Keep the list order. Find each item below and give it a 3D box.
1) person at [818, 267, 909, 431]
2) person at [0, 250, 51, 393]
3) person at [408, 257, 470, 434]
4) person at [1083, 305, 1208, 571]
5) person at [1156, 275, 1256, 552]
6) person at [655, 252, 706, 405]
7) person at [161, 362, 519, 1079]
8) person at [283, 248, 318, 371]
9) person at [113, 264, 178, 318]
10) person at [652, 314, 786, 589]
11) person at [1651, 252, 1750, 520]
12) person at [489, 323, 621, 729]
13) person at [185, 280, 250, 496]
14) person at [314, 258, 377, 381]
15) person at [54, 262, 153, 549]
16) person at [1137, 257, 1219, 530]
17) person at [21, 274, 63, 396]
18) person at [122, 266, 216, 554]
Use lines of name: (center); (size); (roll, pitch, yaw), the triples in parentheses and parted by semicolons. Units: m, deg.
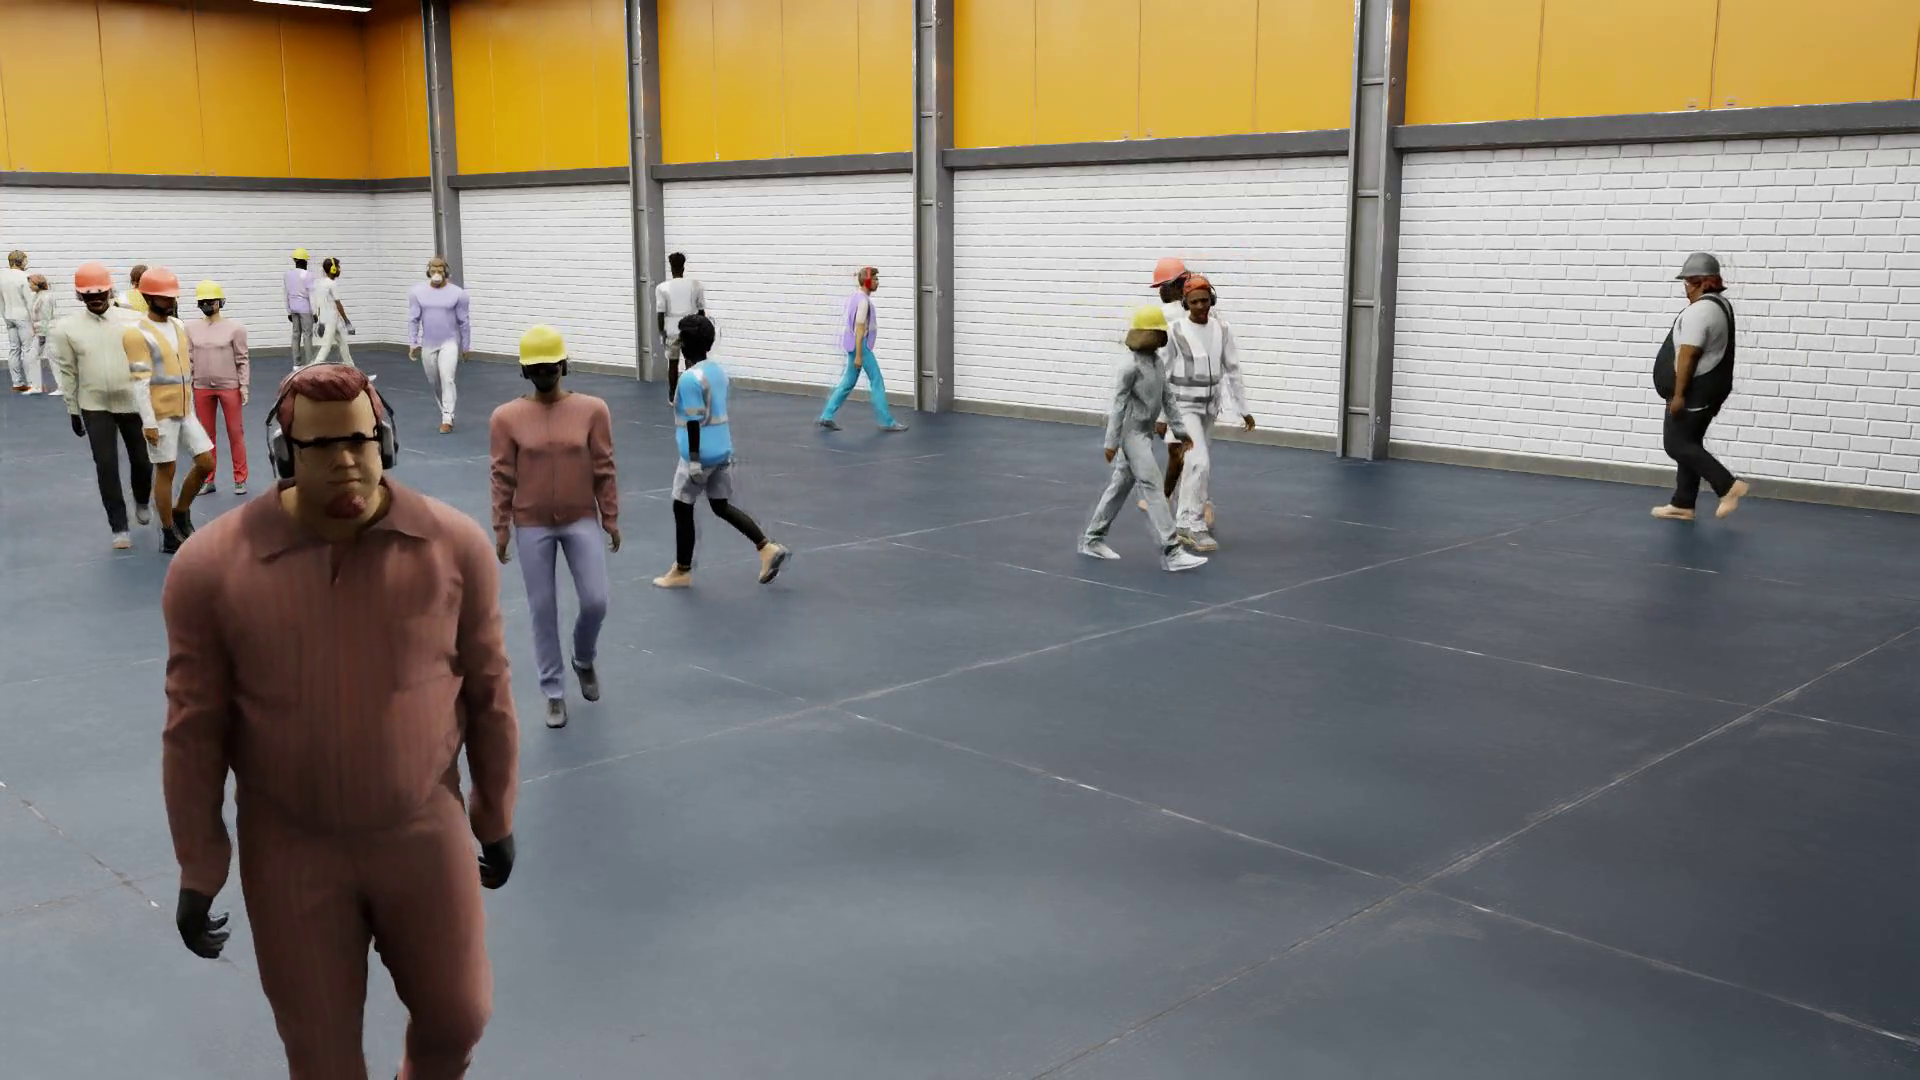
person: (-1.096, -2.064, 18.081); (0.982, 1.799, 0.591); (-2, 11, -10)
person: (-12.695, -2.944, 22.493); (0.627, 1.934, 0.370); (4, 11, 21)
person: (-5.658, -2.137, 18.183); (0.634, 1.910, 0.903); (0, 10, -2)
person: (1.168, -0.661, 10.711); (0.931, 1.689, 0.493); (5, 12, 27)
person: (1.672, -0.857, 11.285); (0.622, 1.858, 0.710); (-7, 13, -35)
person: (-3.466, -2.604, 20.679); (0.610, 1.927, 0.870); (-2, 11, -10)
person: (-1.223, 0.585, 3.355); (0.673, 1.893, 0.554); (-4, 11, -22)
person: (-10.358, -3.623, 26.211); (0.594, 1.924, 0.382); (4, 11, 22)
person: (-8.626, -2.015, 17.712); (0.644, 1.825, 0.515); (-5, 11, -23)
person: (-1.464, -0.515, 9.972); (0.756, 1.675, 0.537); (3, 11, 15)
person: (5.496, -1.129, 12.298); (0.702, 2.000, 0.687); (8, 13, 38)
person: (-1.767, -0.066, 7.264); (0.553, 1.752, 0.391); (-3, 11, -16)
person: (-6.109, -1.243, 13.672); (0.523, 1.769, 0.315); (-1, 10, -6)
person: (-8.683, -3.009, 23.171); (0.989, 1.817, 0.515); (-7, 12, -32)
person: (-5.868, -0.945, 11.543); (0.655, 1.959, 0.783); (-5, 12, -26)
person: (1.606, -1.070, 12.194); (0.616, 1.980, 1.025); (-7, 12, -32)
person: (-12.209, -2.701, 22.018); (0.667, 1.611, 0.531); (-9, 14, -39)
person: (-5.254, -0.845, 11.063); (0.398, 1.924, 0.583); (3, 11, 13)
